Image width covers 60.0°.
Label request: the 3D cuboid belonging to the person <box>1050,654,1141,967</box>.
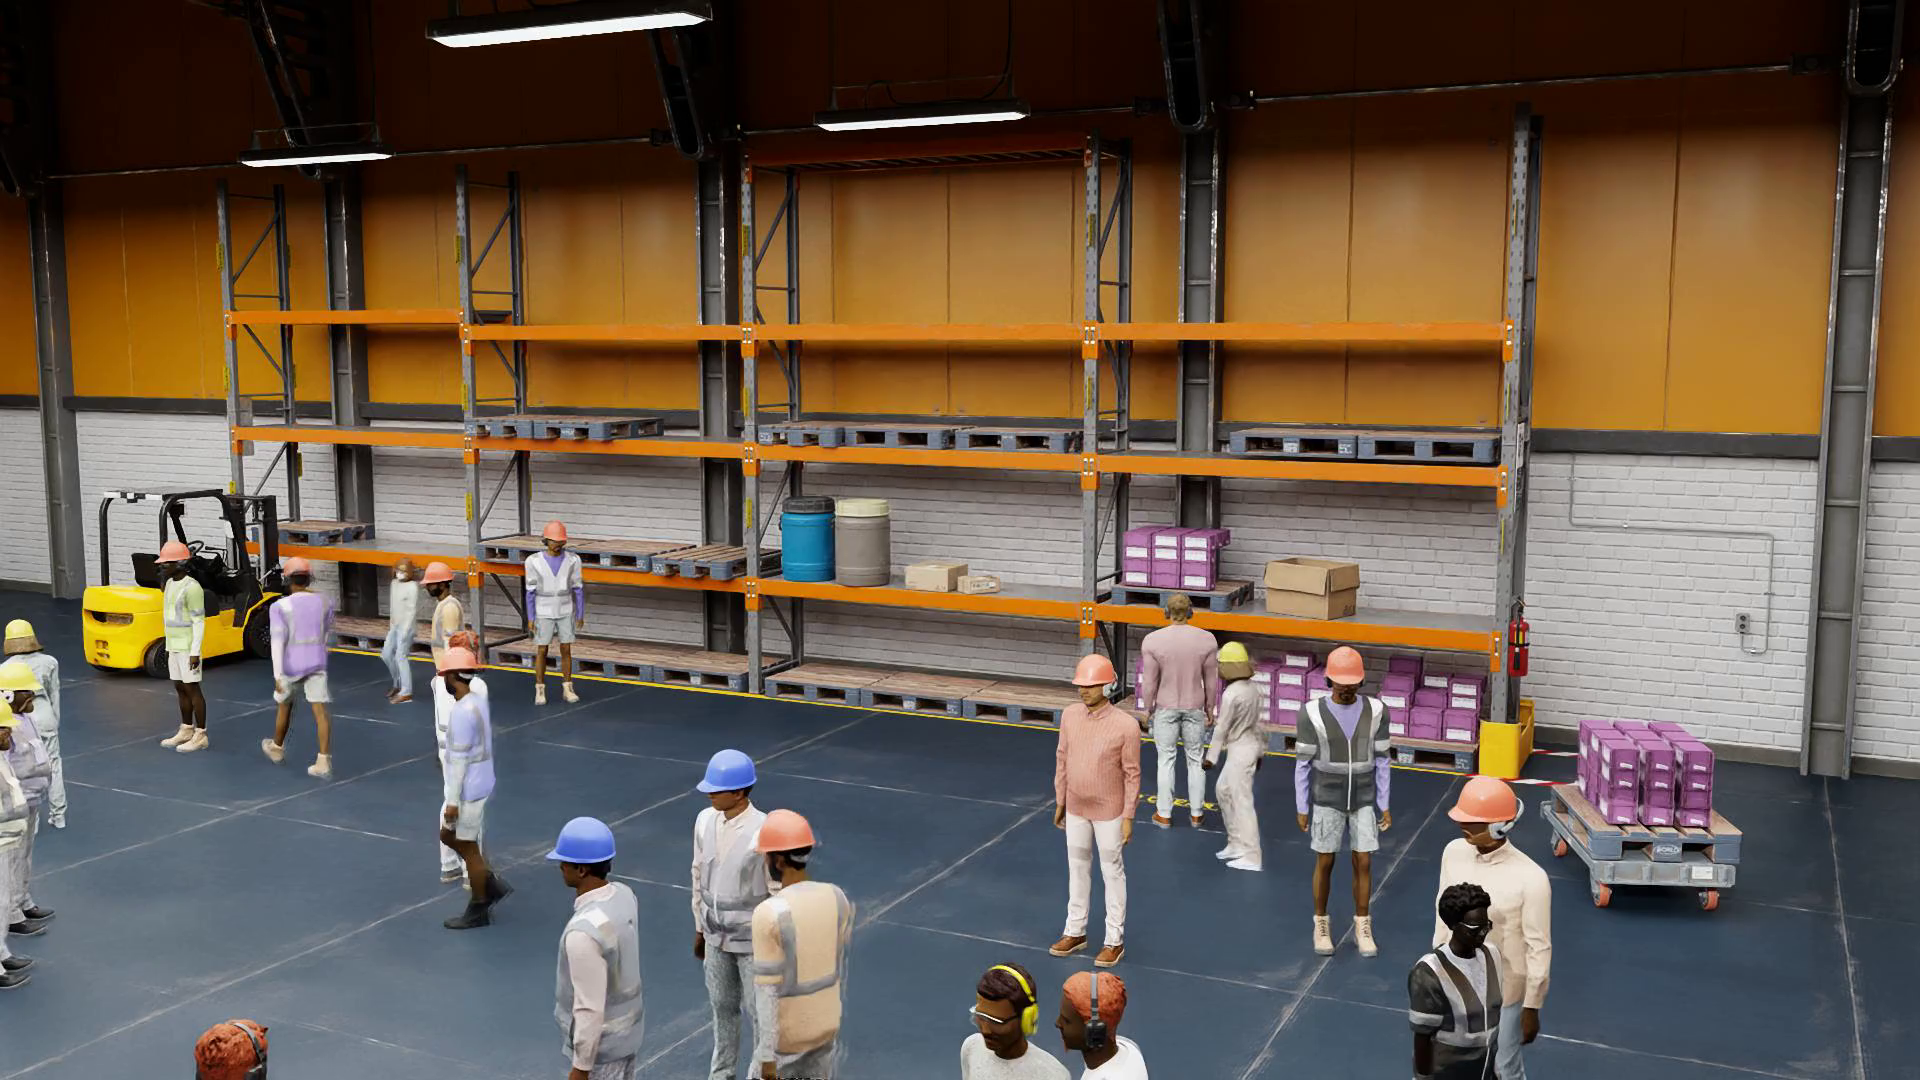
[{"bbox_3d":[0.857,1.709,10.615,0.609,1.996,0.379,5,9,37],"label":"person"}]

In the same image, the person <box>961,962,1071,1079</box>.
[{"bbox_3d":[0.170,2.363,5.782,0.325,1.862,0.511,-7,10,-44],"label":"person"}]

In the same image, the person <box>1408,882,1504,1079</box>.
[{"bbox_3d":[2.123,2.281,7.115,0.540,1.695,0.317,-5,8,-35],"label":"person"}]

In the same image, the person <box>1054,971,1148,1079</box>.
[{"bbox_3d":[0.492,2.371,5.656,0.348,1.877,0.575,2,7,15],"label":"person"}]

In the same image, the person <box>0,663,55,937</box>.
[{"bbox_3d":[-6.314,1.726,11.163,0.404,1.827,0.600,-2,7,-16],"label":"person"}]

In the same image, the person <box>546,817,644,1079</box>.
[{"bbox_3d":[-1.564,2.148,7.184,0.404,1.948,0.605,1,7,5],"label":"person"}]

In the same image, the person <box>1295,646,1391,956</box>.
[{"bbox_3d":[2.474,1.681,10.732,0.612,2.029,0.409,0,7,-1],"label":"person"}]

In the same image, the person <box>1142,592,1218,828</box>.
[{"bbox_3d":[1.780,1.387,13.548,0.627,1.933,0.371,0,7,-3],"label":"person"}]

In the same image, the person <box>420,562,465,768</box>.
[{"bbox_3d":[-4.787,1.159,15.480,0.408,1.929,0.540,-3,8,-23],"label":"person"}]

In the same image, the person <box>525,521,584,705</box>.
[{"bbox_3d":[-4.393,0.795,18.078,0.622,2.030,0.449,-3,8,-23],"label":"person"}]

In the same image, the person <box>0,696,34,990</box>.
[{"bbox_3d":[-5.931,1.850,10.199,0.403,1.817,0.602,-3,8,-24],"label":"person"}]

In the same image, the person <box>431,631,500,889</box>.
[{"bbox_3d":[-3.610,1.591,12.106,0.570,1.878,0.350,6,9,40],"label":"person"}]

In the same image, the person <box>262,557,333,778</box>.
[{"bbox_3d":[-6.087,1.148,15.294,1.076,1.978,0.609,7,10,44],"label":"person"}]

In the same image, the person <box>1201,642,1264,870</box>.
[{"bbox_3d":[2.051,1.622,12.481,0.541,1.716,0.481,4,8,27],"label":"person"}]

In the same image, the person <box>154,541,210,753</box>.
[{"bbox_3d":[-7.531,1.026,16.066,0.615,2.042,0.375,6,9,40],"label":"person"}]

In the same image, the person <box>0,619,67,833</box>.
[{"bbox_3d":[-7.526,1.502,13.451,0.376,1.729,0.483,5,9,37],"label":"person"}]

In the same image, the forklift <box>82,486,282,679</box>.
[{"bbox_3d":[-9.426,0.454,20.179,1.214,2.155,2.313,3,8,26],"label":"forklift"}]

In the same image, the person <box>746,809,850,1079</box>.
[{"bbox_3d":[-0.724,2.150,7.368,0.503,1.908,0.561,7,10,43],"label":"person"}]

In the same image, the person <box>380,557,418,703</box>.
[{"bbox_3d":[-6.141,0.979,18.198,0.533,1.613,0.353,7,10,44],"label":"person"}]

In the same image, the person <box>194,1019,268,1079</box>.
[{"bbox_3d":[-2.254,2.424,5.210,0.583,1.879,0.361,3,7,20],"label":"person"}]

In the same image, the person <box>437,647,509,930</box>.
[{"bbox_3d":[-3.355,1.679,11.252,0.404,1.905,0.536,-2,7,-13],"label":"person"}]

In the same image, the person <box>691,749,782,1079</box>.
[{"bbox_3d":[-1.119,2.001,8.417,0.605,1.944,0.402,5,8,34],"label":"person"}]

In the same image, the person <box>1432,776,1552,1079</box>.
[{"bbox_3d":[2.433,2.063,7.713,0.392,1.991,0.613,-4,8,-31],"label":"person"}]
